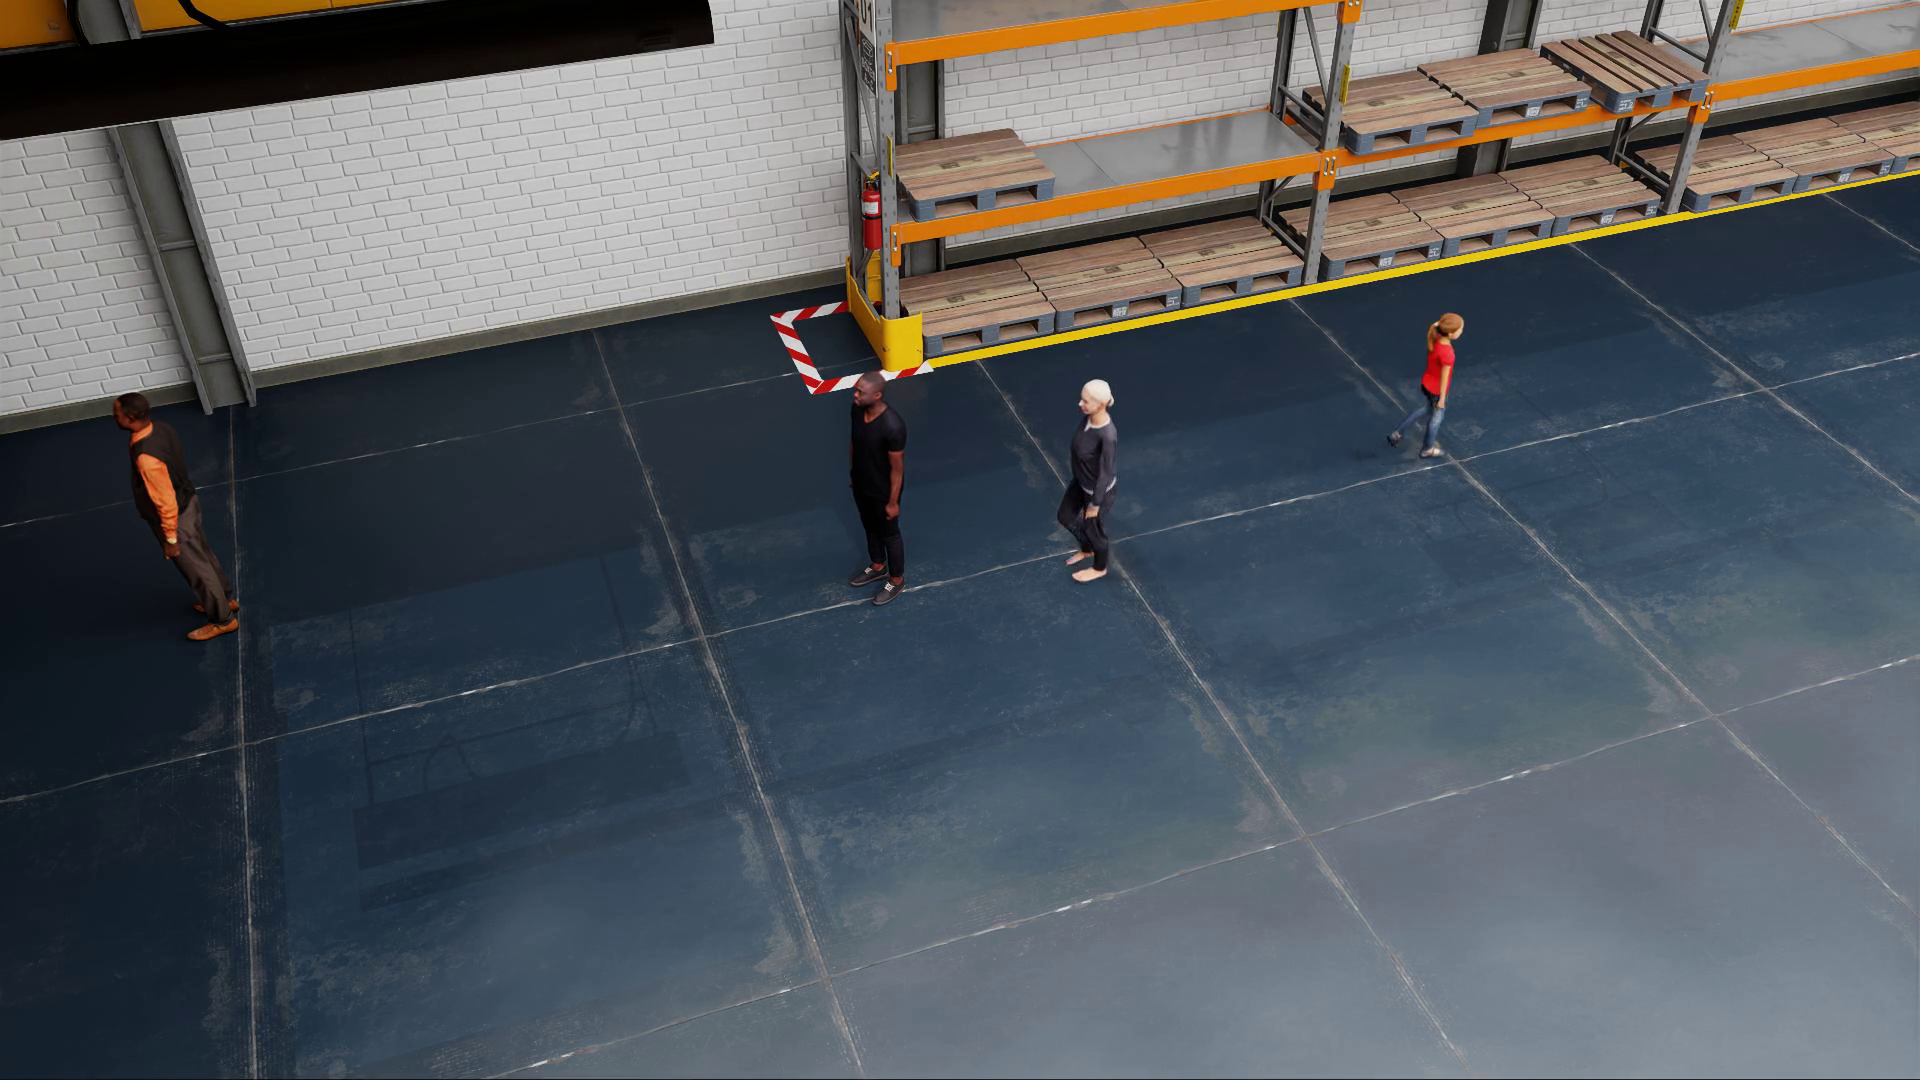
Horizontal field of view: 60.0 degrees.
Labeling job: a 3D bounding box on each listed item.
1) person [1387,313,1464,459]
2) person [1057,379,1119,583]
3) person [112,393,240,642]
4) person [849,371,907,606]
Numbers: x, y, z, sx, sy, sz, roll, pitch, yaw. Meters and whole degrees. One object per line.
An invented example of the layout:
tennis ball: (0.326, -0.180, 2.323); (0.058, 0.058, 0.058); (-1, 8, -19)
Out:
person: (3.550, -1.155, 12.654); (0.733, 1.291, 0.538); (-7, 39, -8)
person: (0.998, -0.409, 11.380); (0.581, 1.715, 0.630); (-9, 39, -11)
person: (-5.132, -0.164, 10.919); (0.635, 1.907, 0.712); (-8, 39, -10)
person: (-0.551, -0.369, 11.247); (0.667, 1.819, 0.730); (-27, 46, -29)
